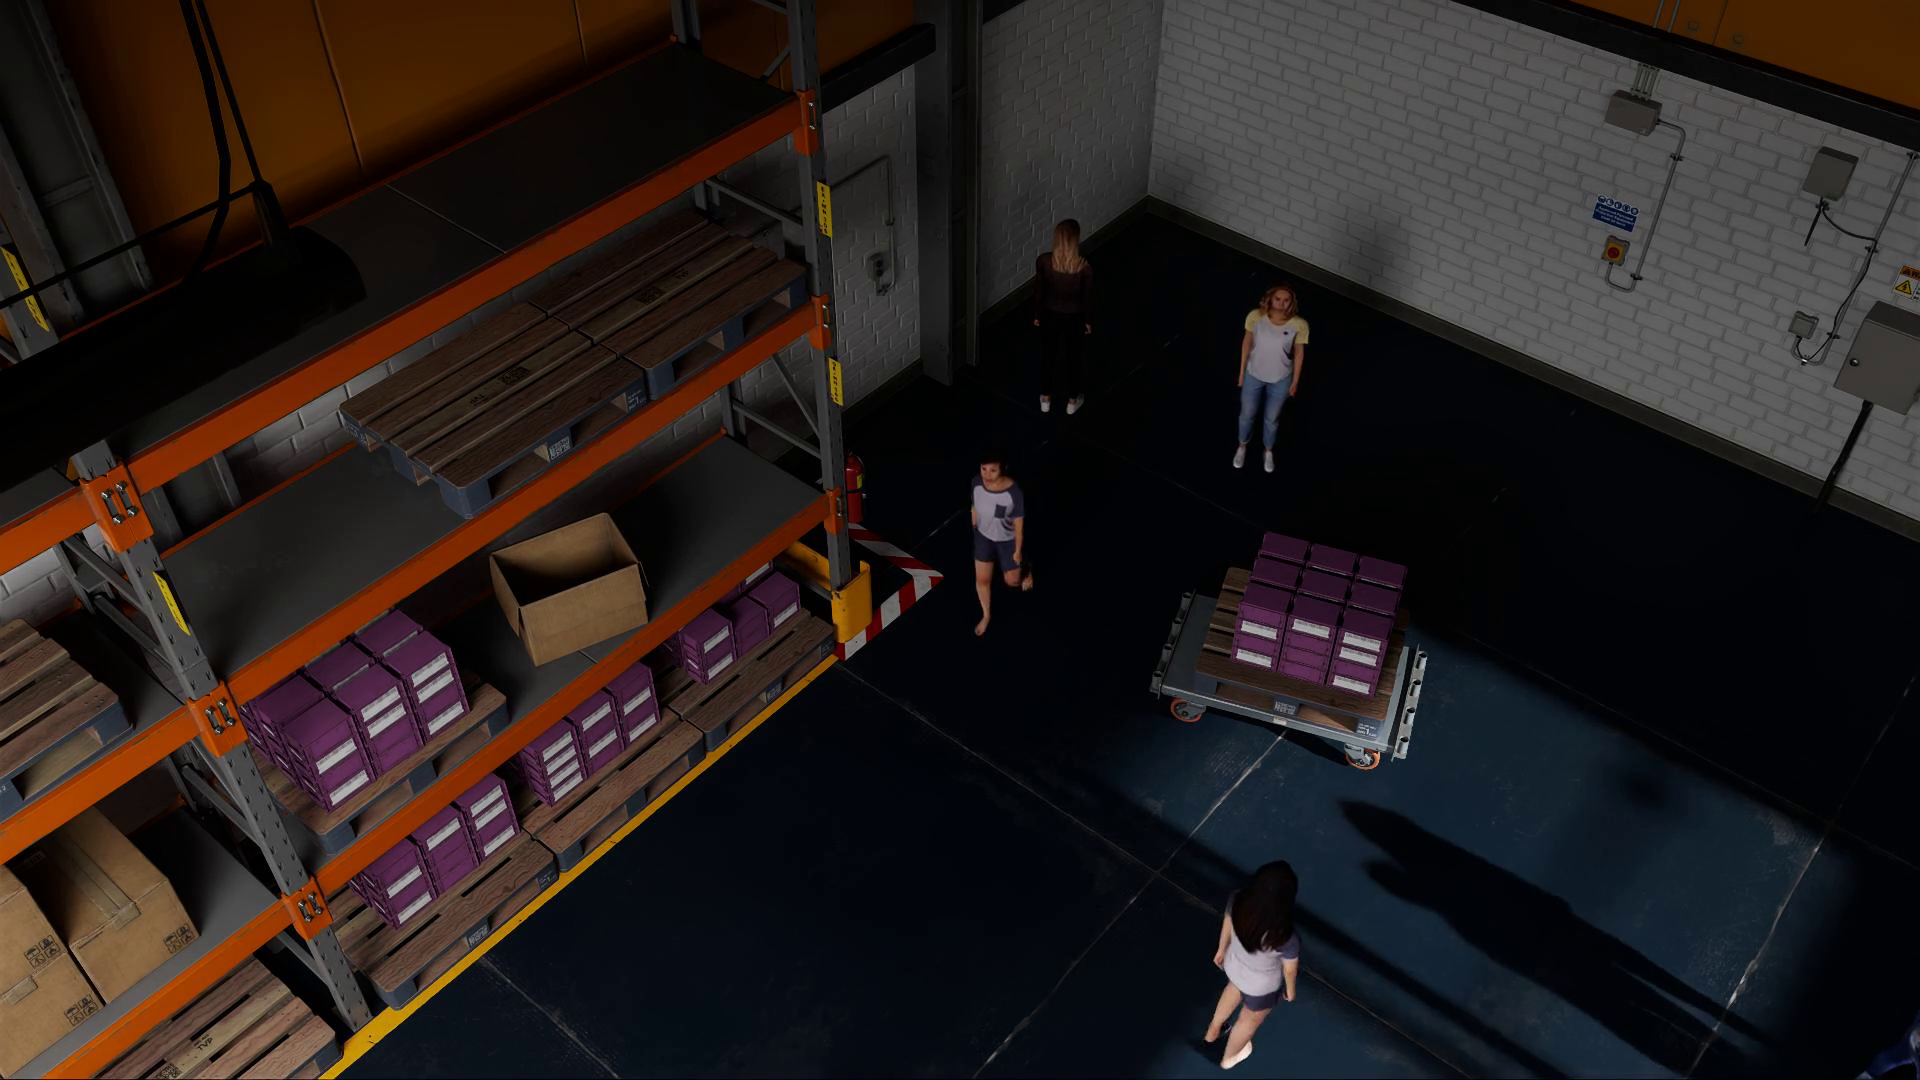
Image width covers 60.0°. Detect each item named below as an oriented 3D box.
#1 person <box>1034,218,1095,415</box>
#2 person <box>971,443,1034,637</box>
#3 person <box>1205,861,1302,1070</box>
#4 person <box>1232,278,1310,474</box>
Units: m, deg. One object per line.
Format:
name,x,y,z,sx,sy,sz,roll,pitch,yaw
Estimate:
person,0.782,-1.699,12.740,0.678,1.703,0.662,9,44,9
person,0.293,-0.061,11.132,0.680,1.547,0.882,21,47,21
person,1.461,2.258,8.590,0.649,1.697,0.647,-28,50,-26
person,2.262,-1.218,12.223,0.707,1.719,0.702,10,45,11
